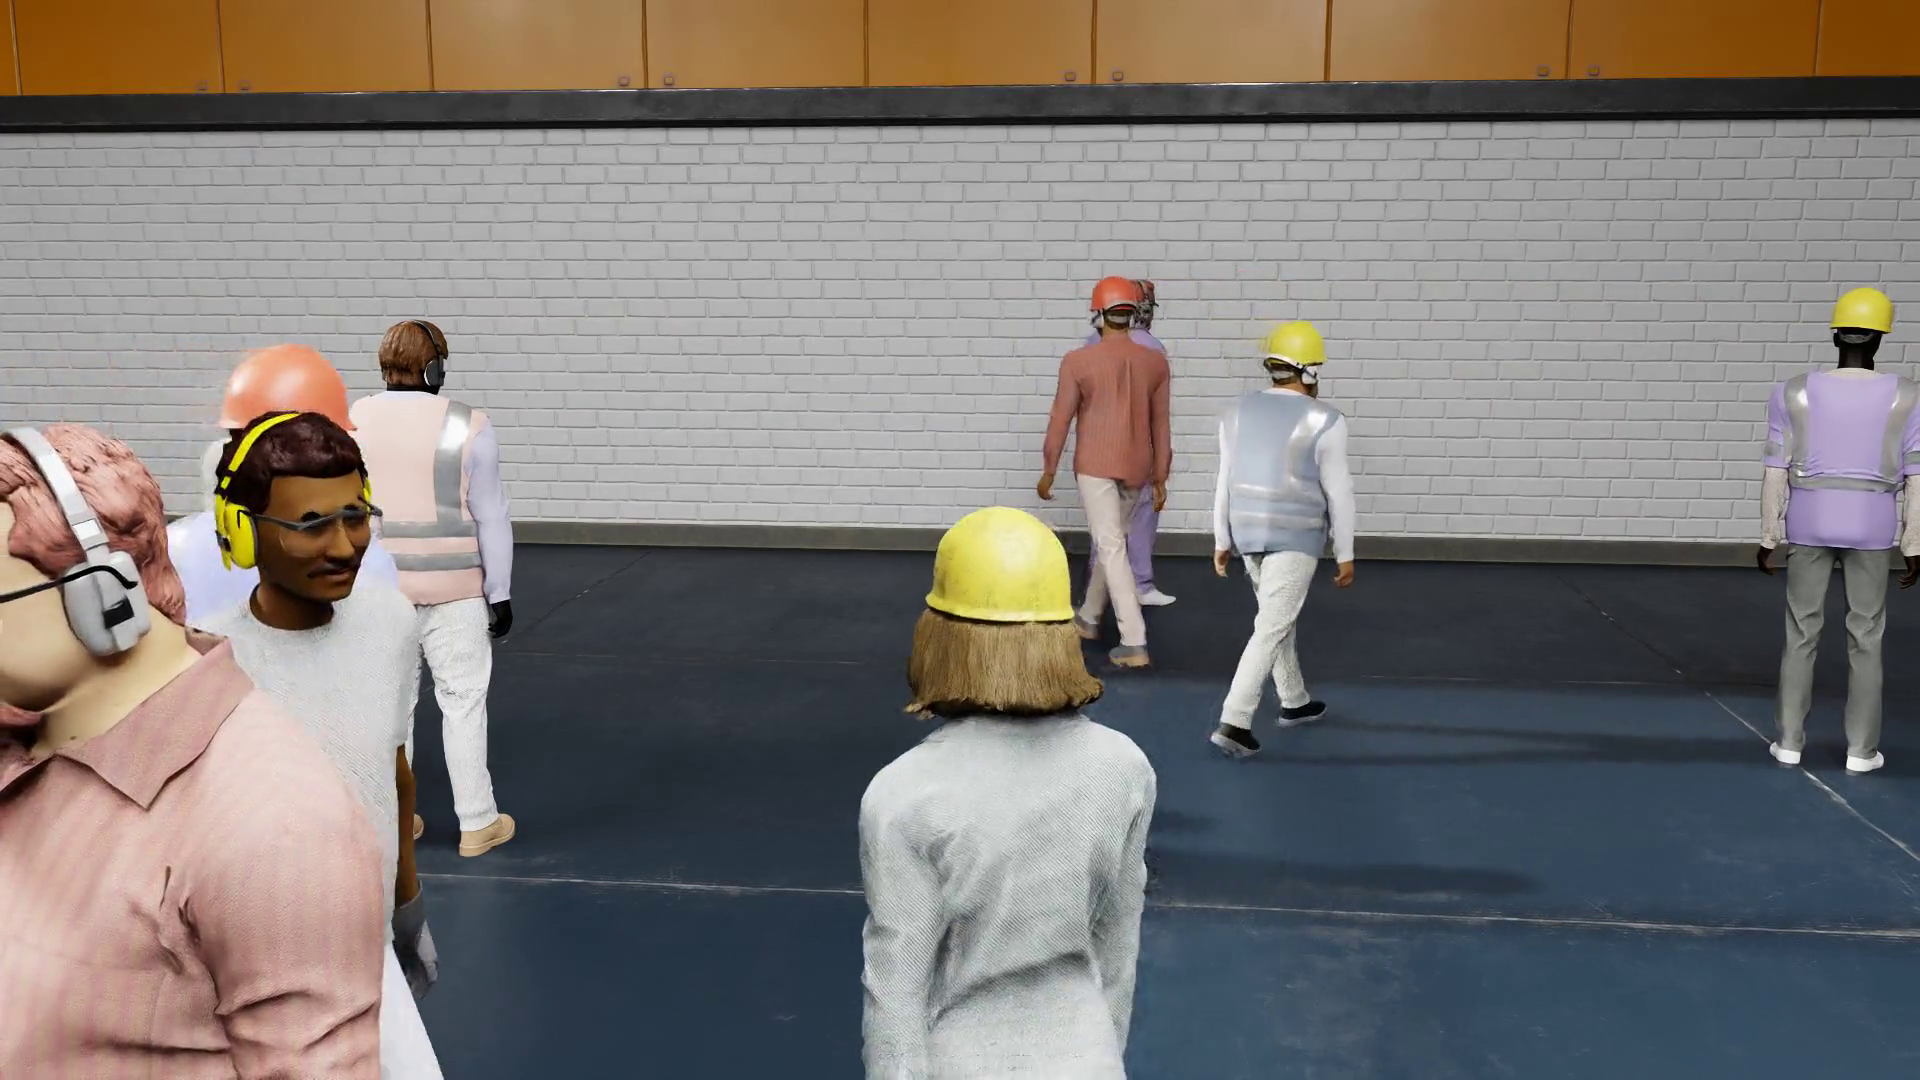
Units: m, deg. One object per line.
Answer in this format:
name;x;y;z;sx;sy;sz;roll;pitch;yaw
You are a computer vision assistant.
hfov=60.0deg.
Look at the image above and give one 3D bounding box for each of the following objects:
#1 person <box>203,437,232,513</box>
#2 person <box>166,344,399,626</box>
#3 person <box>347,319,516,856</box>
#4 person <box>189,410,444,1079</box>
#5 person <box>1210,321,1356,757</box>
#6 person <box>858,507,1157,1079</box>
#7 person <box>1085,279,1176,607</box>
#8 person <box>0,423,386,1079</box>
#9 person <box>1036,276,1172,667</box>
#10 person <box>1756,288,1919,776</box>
person;-2.517;0.161;6.121;0.536;1.726;0.896;-2;10;-11
person;-1.400;0.559;3.393;0.546;1.900;0.970;1;10;5
person;-1.828;0.173;5.692;0.633;1.841;0.429;1;10;3
person;-0.984;0.708;2.633;0.677;1.835;0.597;6;12;31
person;1.321;-0.014;6.936;0.927;1.791;0.608;-9;14;-43
person;0.024;0.795;2.491;0.503;1.703;0.822;-5;11;-28
person;0.982;-0.558;9.703;0.402;1.904;0.684;-7;12;-36
person;-0.904;0.822;1.815;0.639;1.901;0.406;7;12;35
person;0.755;-0.359;8.497;0.614;1.944;1.030;-5;11;-25
person;3.499;-0.031;6.615;0.594;1.924;0.382;5;11;28
